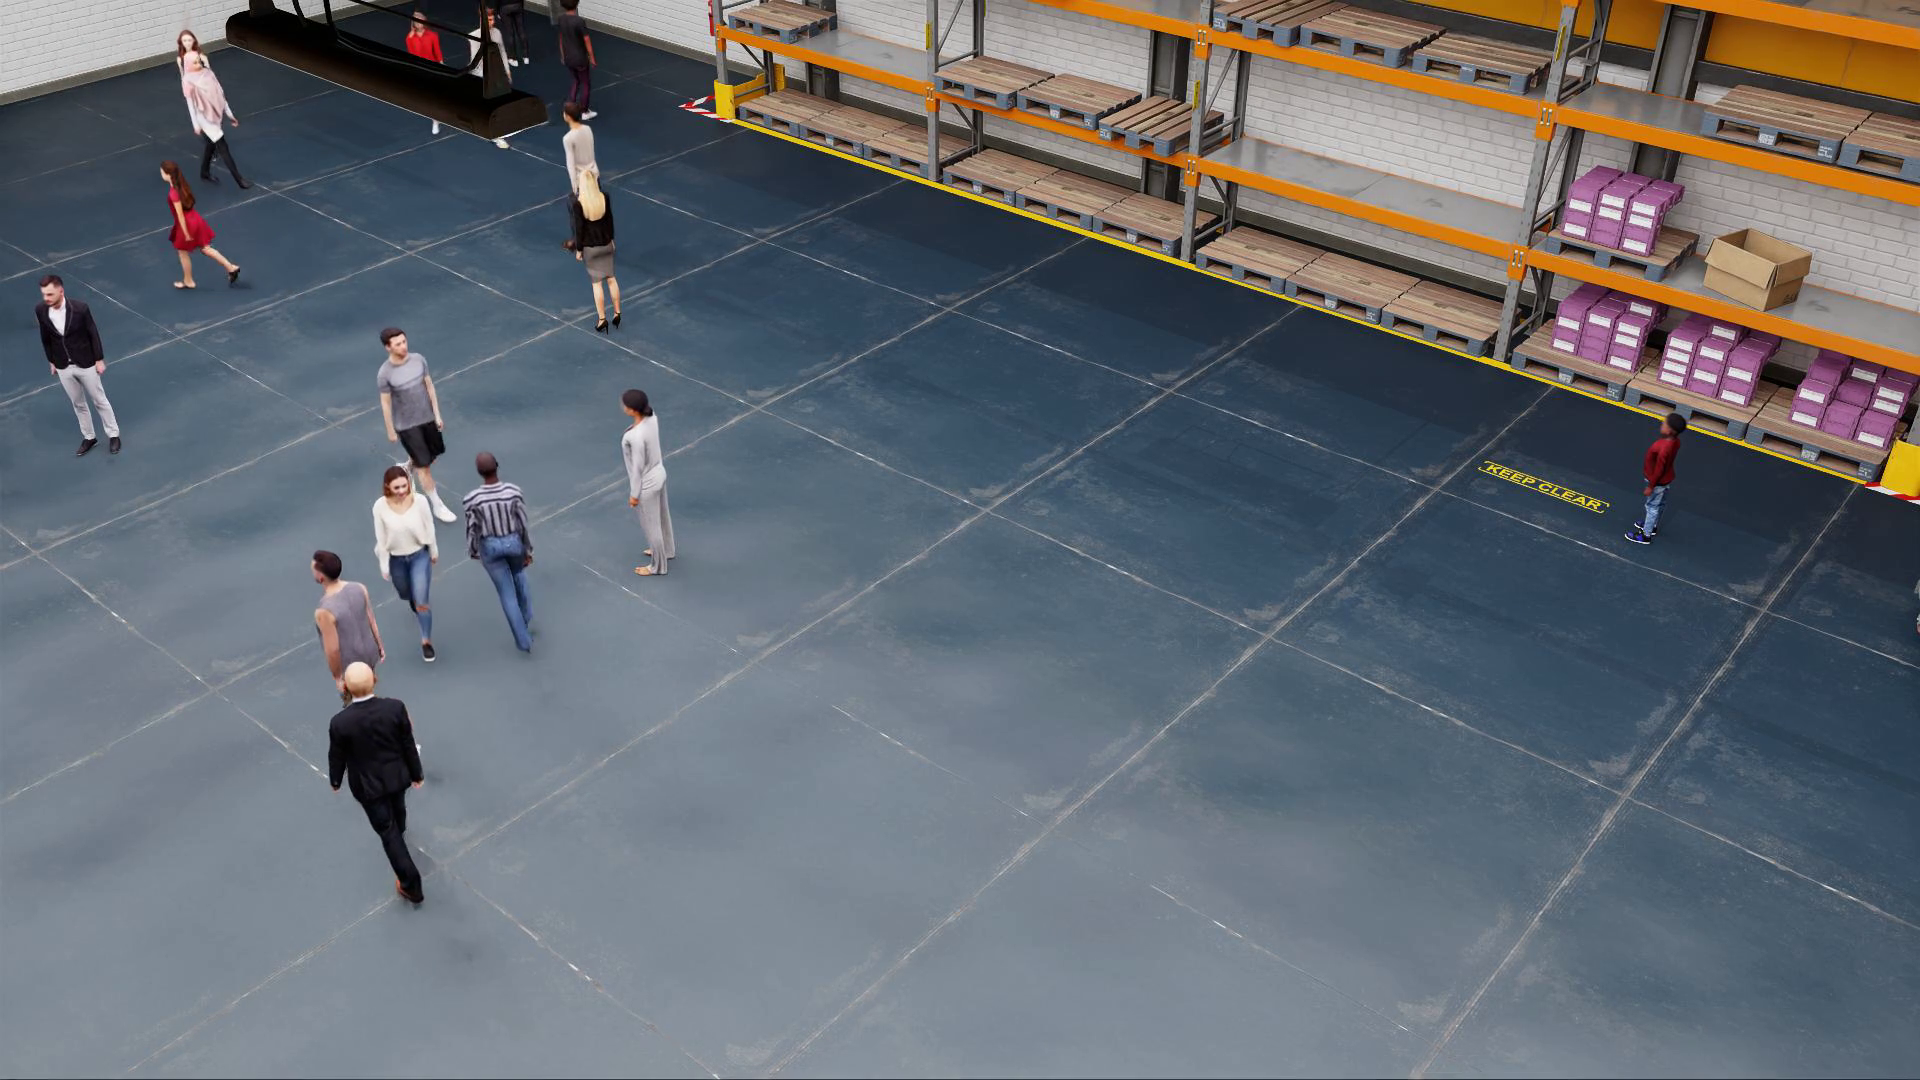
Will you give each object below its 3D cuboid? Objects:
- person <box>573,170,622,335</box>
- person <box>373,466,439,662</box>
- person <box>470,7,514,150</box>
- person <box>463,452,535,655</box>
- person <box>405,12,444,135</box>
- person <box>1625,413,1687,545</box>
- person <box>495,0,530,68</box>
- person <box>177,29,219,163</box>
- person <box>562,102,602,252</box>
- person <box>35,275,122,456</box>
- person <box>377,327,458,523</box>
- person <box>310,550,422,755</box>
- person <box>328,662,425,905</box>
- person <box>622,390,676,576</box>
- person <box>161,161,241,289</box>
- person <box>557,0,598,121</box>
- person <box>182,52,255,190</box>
[{"bbox_3d":[-3.893,-3.107,17.894,0.641,1.844,0.591,-25,41,-33],"label":"person"},{"bbox_3d":[-4.387,0.123,13.192,0.949,1.668,1.112,-10,35,-15],"label":"person"},{"bbox_3d":[-6.481,-6.352,22.753,0.829,1.869,0.685,26,41,33],"label":"person"},{"bbox_3d":[-3.558,0.159,13.043,0.790,1.773,0.938,-17,37,-23],"label":"person"},{"bbox_3d":[-7.419,-6.541,23.196,0.795,1.694,0.849,-7,34,-11],"label":"person"},{"bbox_3d":[6.144,-0.551,14.580,0.472,1.255,0.499,26,41,33],"label":"person"},{"bbox_3d":[-6.930,-8.180,25.669,0.675,1.685,0.654,-17,37,-24],"label":"person"},{"bbox_3d":[-10.205,-6.013,22.400,1.007,1.695,1.262,-11,35,-16],"label":"person"},{"bbox_3d":[-4.337,-4.215,19.560,0.859,1.845,0.735,21,39,28],"label":"person"},{"bbox_3d":[-8.365,-1.684,15.759,0.730,1.836,0.784,-3,34,-5],"label":"person"},{"bbox_3d":[-4.925,-1.080,14.848,1.110,1.840,0.656,23,40,31],"label":"person"},{"bbox_3d":[-4.292,0.887,11.953,1.162,1.825,0.823,14,36,21],"label":"person"},{"bbox_3d":[-3.761,1.622,10.861,0.892,1.754,1.228,-22,39,-29],"label":"person"},{"bbox_3d":[-2.636,-0.506,14.074,0.724,1.740,0.718,5,34,7],"label":"person"},{"bbox_3d":[-8.672,-3.565,18.868,1.070,1.528,0.887,3,34,5],"label":"person"},{"bbox_3d":[-5.494,-6.841,23.583,0.649,1.765,0.770,18,38,25],"label":"person"},{"bbox_3d":[-9.706,-5.382,21.399,1.256,1.752,0.887,13,36,19],"label":"person"}]
